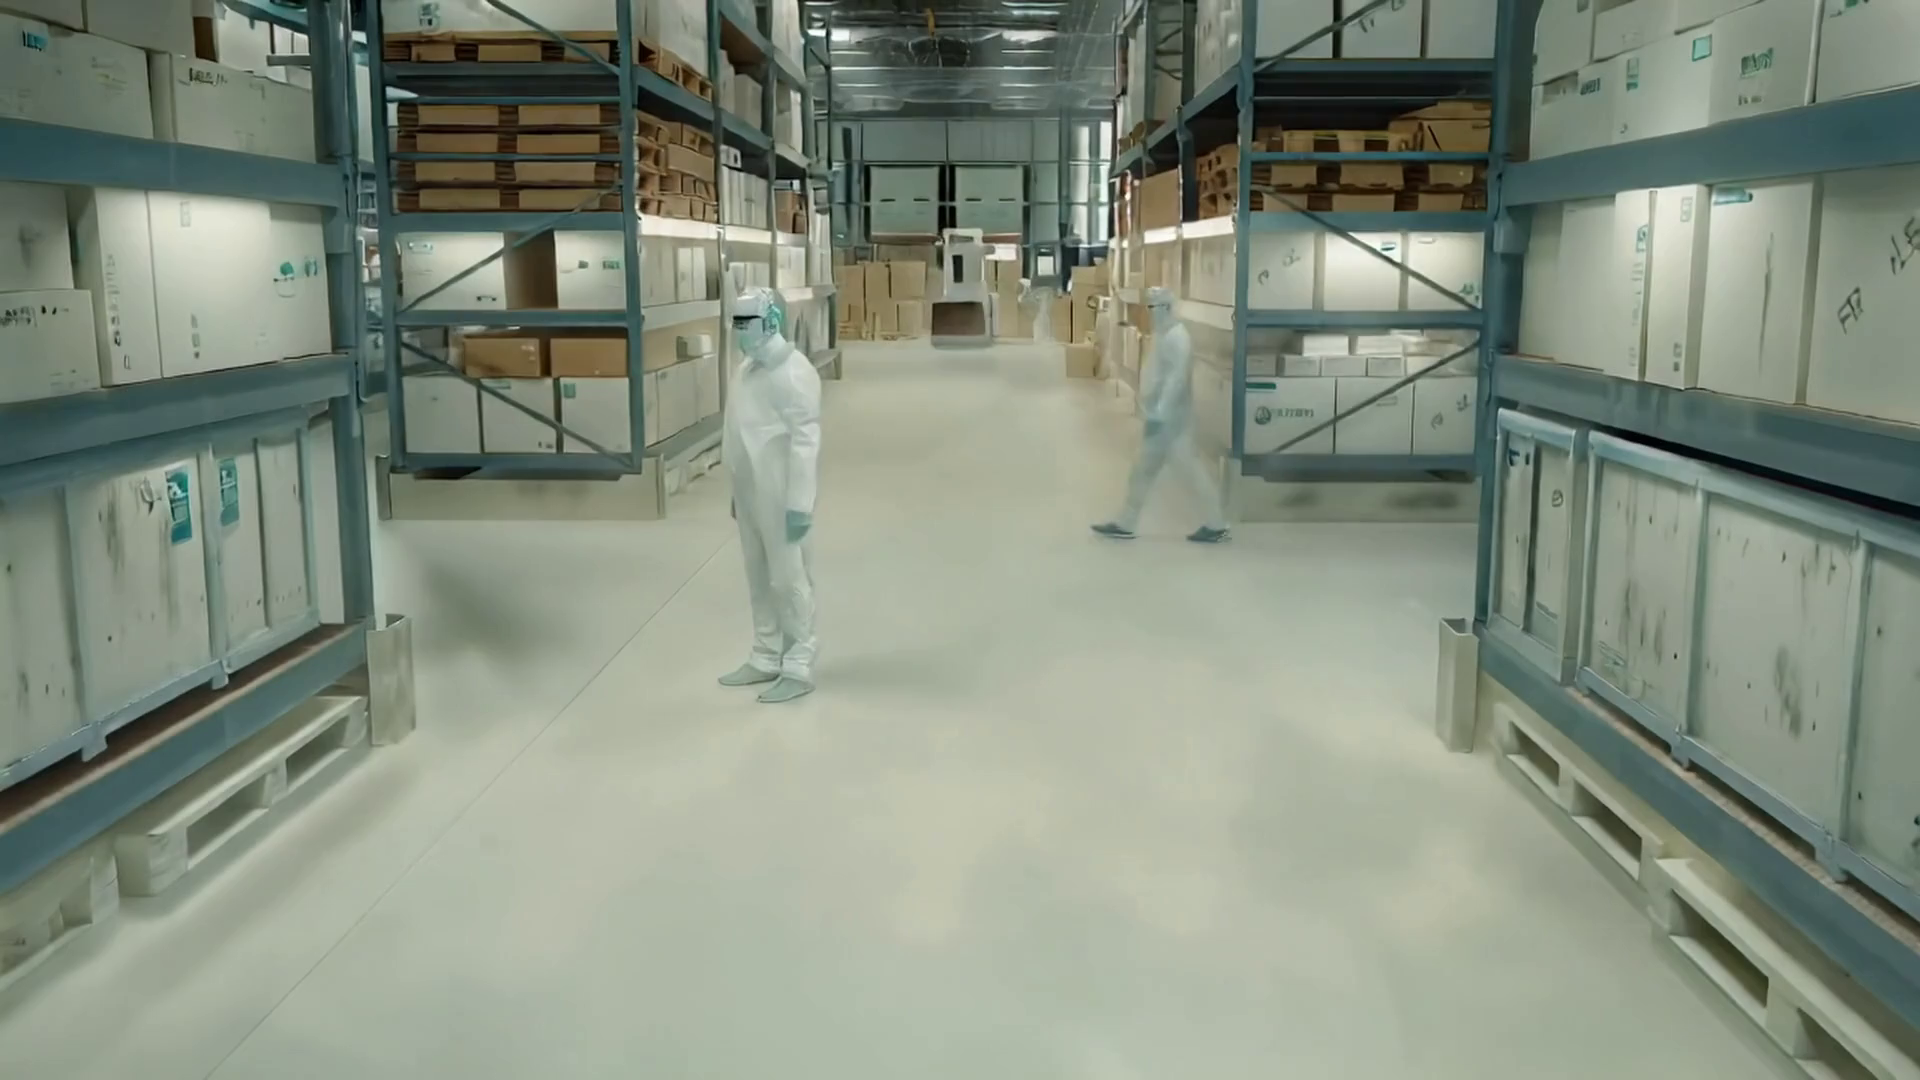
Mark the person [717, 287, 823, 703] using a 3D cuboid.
[{"bbox_3d":[-0.899,-0.207,7.713,0.401,1.910,0.641,-6,11,-33],"label":"person"}]

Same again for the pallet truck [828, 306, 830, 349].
[{"bbox_3d":[-3.100,-3.940,29.800,1.885,1.965,0.823,3,10,19],"label":"pallet truck"}]

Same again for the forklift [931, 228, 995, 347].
[{"bbox_3d":[0.057,-6.035,39.710,1.129,2.768,1.873,3,10,16],"label":"forklift"}]

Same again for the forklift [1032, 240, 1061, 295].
[{"bbox_3d":[3.173,-9.648,61.355,1.129,2.768,1.873,0,9,1],"label":"forklift"}]

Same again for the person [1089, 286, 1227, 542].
[{"bbox_3d":[1.487,-0.897,12.008,0.987,1.857,0.648,0,9,0],"label":"person"}]
